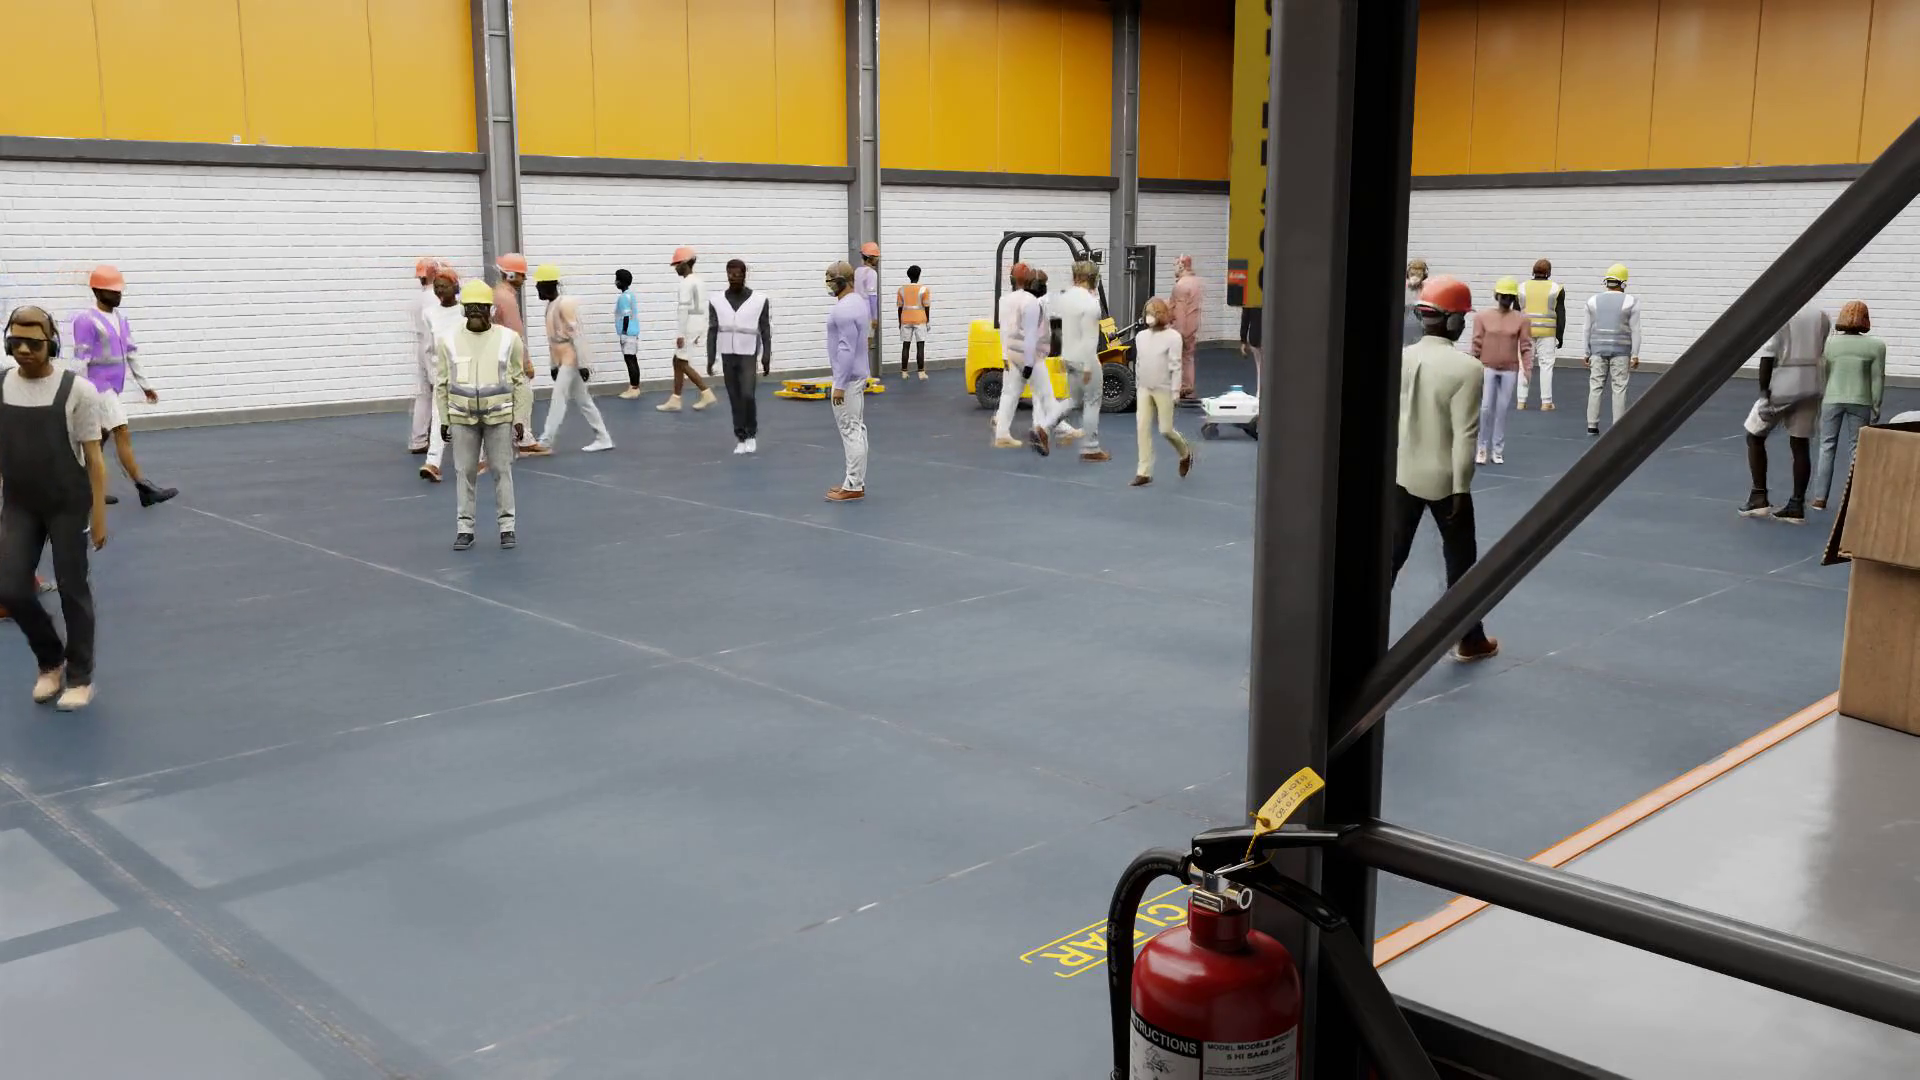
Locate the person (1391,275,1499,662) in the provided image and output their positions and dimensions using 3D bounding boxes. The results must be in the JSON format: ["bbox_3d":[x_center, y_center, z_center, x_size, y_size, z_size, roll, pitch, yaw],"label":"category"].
[{"bbox_3d":[2.274,-0.313,8.127,1.016,1.947,0.633,-7,13,-35],"label":"person"}]

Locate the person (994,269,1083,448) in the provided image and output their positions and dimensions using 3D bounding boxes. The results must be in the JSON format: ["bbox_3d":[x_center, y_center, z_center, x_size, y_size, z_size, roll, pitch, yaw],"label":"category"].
[{"bbox_3d":[0.789,-1.816,16.723,0.981,1.784,0.633,-3,11,-14],"label":"person"}]

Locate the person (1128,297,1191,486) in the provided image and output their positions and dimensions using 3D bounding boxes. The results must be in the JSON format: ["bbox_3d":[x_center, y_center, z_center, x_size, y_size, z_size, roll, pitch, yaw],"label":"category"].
[{"bbox_3d":[1.729,-1.278,14.280,0.512,1.609,0.667,10,14,43],"label":"person"}]

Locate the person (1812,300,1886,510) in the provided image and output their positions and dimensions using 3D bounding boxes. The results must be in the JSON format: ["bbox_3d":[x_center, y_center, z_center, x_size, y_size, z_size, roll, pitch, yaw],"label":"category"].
[{"bbox_3d":[6.858,-1.030,12.870,0.497,1.633,0.285,6,12,29],"label":"person"}]

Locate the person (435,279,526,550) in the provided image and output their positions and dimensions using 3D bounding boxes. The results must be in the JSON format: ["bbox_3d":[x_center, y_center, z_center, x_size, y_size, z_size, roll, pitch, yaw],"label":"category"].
[{"bbox_3d":[-3.256,-0.847,11.319,0.590,1.837,0.404,-2,11,-11],"label":"person"}]

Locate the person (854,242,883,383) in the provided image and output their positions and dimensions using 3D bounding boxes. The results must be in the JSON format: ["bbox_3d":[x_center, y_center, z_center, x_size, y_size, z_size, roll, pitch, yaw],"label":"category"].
[{"bbox_3d":[-1.331,-3.281,24.097,0.449,2.030,0.622,-5,12,-27],"label":"person"}]

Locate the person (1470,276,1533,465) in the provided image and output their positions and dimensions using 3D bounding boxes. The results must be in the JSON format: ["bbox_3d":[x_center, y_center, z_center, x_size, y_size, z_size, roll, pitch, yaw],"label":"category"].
[{"bbox_3d":[5.013,-1.556,15.388,0.554,1.748,0.593,2,11,11],"label":"person"}]

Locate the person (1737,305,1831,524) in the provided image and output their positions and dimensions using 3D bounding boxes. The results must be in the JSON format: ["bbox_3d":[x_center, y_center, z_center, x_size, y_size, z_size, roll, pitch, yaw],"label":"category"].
[{"bbox_3d":[6.146,-1.105,12.434,0.603,1.937,0.649,-2,11,-11],"label":"person"}]

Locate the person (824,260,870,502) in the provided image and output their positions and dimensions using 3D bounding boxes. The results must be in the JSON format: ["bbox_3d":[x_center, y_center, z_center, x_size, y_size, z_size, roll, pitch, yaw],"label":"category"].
[{"bbox_3d":[-0.912,-1.267,13.346,0.372,1.934,0.627,1,10,4],"label":"person"}]

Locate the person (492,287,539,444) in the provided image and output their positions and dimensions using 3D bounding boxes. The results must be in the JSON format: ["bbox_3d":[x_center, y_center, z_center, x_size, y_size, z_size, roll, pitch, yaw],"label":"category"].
[{"bbox_3d":[-4.604,-1.757,16.890,0.727,1.602,0.513,-6,12,-31],"label":"person"}]

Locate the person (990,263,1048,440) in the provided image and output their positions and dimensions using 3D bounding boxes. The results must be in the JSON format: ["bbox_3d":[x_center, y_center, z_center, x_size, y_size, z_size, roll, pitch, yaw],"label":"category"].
[{"bbox_3d":[0.648,-1.983,17.520,0.597,1.831,0.986,-4,11,-19],"label":"person"}]

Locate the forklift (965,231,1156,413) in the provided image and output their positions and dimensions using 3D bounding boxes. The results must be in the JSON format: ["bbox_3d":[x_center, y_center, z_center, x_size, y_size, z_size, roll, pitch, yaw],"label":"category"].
[{"bbox_3d":[1.222,-2.721,20.561,2.313,2.155,1.214,2,11,13],"label":"forklift"}]

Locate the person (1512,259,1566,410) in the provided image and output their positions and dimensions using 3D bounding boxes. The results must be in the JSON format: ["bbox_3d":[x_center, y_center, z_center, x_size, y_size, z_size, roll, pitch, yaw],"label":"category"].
[{"bbox_3d":[7.076,-2.508,20.363,0.634,1.841,0.429,6,12,28],"label":"person"}]

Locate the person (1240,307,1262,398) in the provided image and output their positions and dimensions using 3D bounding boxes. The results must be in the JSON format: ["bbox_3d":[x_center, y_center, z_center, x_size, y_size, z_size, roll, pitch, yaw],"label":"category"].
[{"bbox_3d":[3.498,-2.294,18.932,0.621,1.958,1.022,6,12,28],"label":"person"}]

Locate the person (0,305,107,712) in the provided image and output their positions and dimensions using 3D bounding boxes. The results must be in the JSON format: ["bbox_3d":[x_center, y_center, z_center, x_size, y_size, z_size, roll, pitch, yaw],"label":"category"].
[{"bbox_3d":[-4.071,-0.125,7.405,0.540,1.826,0.410,-1,10,-8],"label":"person"}]

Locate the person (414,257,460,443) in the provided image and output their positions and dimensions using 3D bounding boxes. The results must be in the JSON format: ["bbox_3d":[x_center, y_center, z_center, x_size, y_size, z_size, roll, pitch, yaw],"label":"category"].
[{"bbox_3d":[-5.291,-1.936,17.061,0.570,1.912,0.734,4,11,22],"label":"person"}]

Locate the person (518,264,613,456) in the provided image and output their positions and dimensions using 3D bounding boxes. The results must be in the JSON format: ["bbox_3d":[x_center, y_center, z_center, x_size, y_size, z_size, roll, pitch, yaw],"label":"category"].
[{"bbox_3d":[-3.869,-1.754,16.225,0.979,1.854,0.594,-5,12,-25],"label":"person"}]

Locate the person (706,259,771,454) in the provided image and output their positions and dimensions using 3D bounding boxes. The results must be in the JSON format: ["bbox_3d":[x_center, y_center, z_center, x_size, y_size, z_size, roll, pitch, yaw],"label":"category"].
[{"bbox_3d":[-2.167,-1.772,16.183,0.606,1.897,0.512,2,11,9],"label":"person"}]

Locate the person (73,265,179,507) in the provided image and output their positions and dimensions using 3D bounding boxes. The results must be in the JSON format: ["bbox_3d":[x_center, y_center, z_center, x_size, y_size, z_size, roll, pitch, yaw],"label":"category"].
[{"bbox_3d":[-6.599,-1.198,13.073,0.931,1.887,0.556,0,10,-1],"label":"person"}]

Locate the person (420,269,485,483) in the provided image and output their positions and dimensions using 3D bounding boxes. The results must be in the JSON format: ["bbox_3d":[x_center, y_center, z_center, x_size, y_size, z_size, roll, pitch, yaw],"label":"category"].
[{"bbox_3d":[-4.421,-1.423,14.465,0.579,1.831,0.978,1,10,4],"label":"person"}]

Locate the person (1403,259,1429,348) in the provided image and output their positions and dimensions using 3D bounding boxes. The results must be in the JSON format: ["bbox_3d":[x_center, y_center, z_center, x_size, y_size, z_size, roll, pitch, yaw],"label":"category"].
[{"bbox_3d":[4.909,-2.108,18.079,0.651,1.893,1.048,5,12,26],"label":"person"}]

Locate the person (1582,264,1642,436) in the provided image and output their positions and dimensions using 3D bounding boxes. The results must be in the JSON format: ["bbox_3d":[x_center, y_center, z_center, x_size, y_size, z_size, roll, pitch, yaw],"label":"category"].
[{"bbox_3d":[6.904,-2.000,17.614,0.600,1.831,0.404,8,13,36],"label":"person"}]

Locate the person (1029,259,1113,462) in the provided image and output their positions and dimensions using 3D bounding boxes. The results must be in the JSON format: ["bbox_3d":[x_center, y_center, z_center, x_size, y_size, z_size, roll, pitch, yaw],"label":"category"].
[{"bbox_3d":[1.072,-1.665,15.572,0.697,1.915,0.635,-5,11,-23],"label":"person"}]

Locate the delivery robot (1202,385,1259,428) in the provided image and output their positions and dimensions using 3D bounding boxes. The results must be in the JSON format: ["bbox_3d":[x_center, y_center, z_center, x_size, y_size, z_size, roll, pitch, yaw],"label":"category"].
[{"bbox_3d":[2.911,-1.382,17.477,0.707,0.478,0.477,0,10,0],"label":"delivery robot"}]

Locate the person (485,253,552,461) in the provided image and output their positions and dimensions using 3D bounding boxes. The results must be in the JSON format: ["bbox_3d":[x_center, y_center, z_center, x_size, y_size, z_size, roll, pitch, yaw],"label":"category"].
[{"bbox_3d":[-4.182,-1.723,15.739,0.783,1.958,0.645,-3,11,-16],"label":"person"}]

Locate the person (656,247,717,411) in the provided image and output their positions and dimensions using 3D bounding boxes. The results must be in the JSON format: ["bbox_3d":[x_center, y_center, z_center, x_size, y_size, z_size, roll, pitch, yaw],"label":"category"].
[{"bbox_3d":[-3.342,-2.548,20.163,0.715,1.992,0.668,1,10,4],"label":"person"}]

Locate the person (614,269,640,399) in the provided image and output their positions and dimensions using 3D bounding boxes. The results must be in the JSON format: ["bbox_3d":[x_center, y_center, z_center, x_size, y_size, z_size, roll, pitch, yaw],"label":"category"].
[{"bbox_3d":[-4.360,-2.698,21.791,0.317,1.696,0.540,0,10,-1],"label":"person"}]

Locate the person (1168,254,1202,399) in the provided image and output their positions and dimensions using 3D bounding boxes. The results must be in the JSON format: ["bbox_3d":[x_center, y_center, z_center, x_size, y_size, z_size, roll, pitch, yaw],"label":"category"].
[{"bbox_3d":[2.809,-2.701,21.287,0.499,1.891,0.659,6,12,28],"label":"person"}]

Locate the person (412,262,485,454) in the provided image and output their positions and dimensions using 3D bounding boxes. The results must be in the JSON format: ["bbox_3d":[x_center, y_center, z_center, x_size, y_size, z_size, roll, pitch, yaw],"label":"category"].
[{"bbox_3d":[-4.990,-1.777,16.308,0.905,1.866,0.662,-7,13,-35],"label":"person"}]

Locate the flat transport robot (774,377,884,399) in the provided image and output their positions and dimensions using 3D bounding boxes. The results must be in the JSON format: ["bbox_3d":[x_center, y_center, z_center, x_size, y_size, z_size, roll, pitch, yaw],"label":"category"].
[{"bbox_3d":[-1.728,-2.037,22.079,0.652,0.197,1.431,9,13,40],"label":"flat transport robot"}]

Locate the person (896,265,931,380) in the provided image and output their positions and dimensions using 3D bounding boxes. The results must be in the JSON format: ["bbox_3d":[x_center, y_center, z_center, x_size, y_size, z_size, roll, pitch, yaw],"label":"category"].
[{"bbox_3d":[-0.682,-3.217,24.645,0.535,1.693,0.317,4,11,21],"label":"person"}]

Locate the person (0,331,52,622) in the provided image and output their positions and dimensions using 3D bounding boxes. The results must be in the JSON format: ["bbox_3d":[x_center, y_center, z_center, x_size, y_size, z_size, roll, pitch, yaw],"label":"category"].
[{"bbox_3d":[-5.328,-0.492,9.104,0.439,1.935,0.634,-2,11,-10],"label":"person"}]

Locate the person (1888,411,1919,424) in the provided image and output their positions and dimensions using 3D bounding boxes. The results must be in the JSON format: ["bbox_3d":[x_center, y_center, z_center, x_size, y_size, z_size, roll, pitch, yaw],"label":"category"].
[{"bbox_3d":[3.311,0.195,5.546,0.317,1.870,0.531,-9,14,-42],"label":"person"}]
